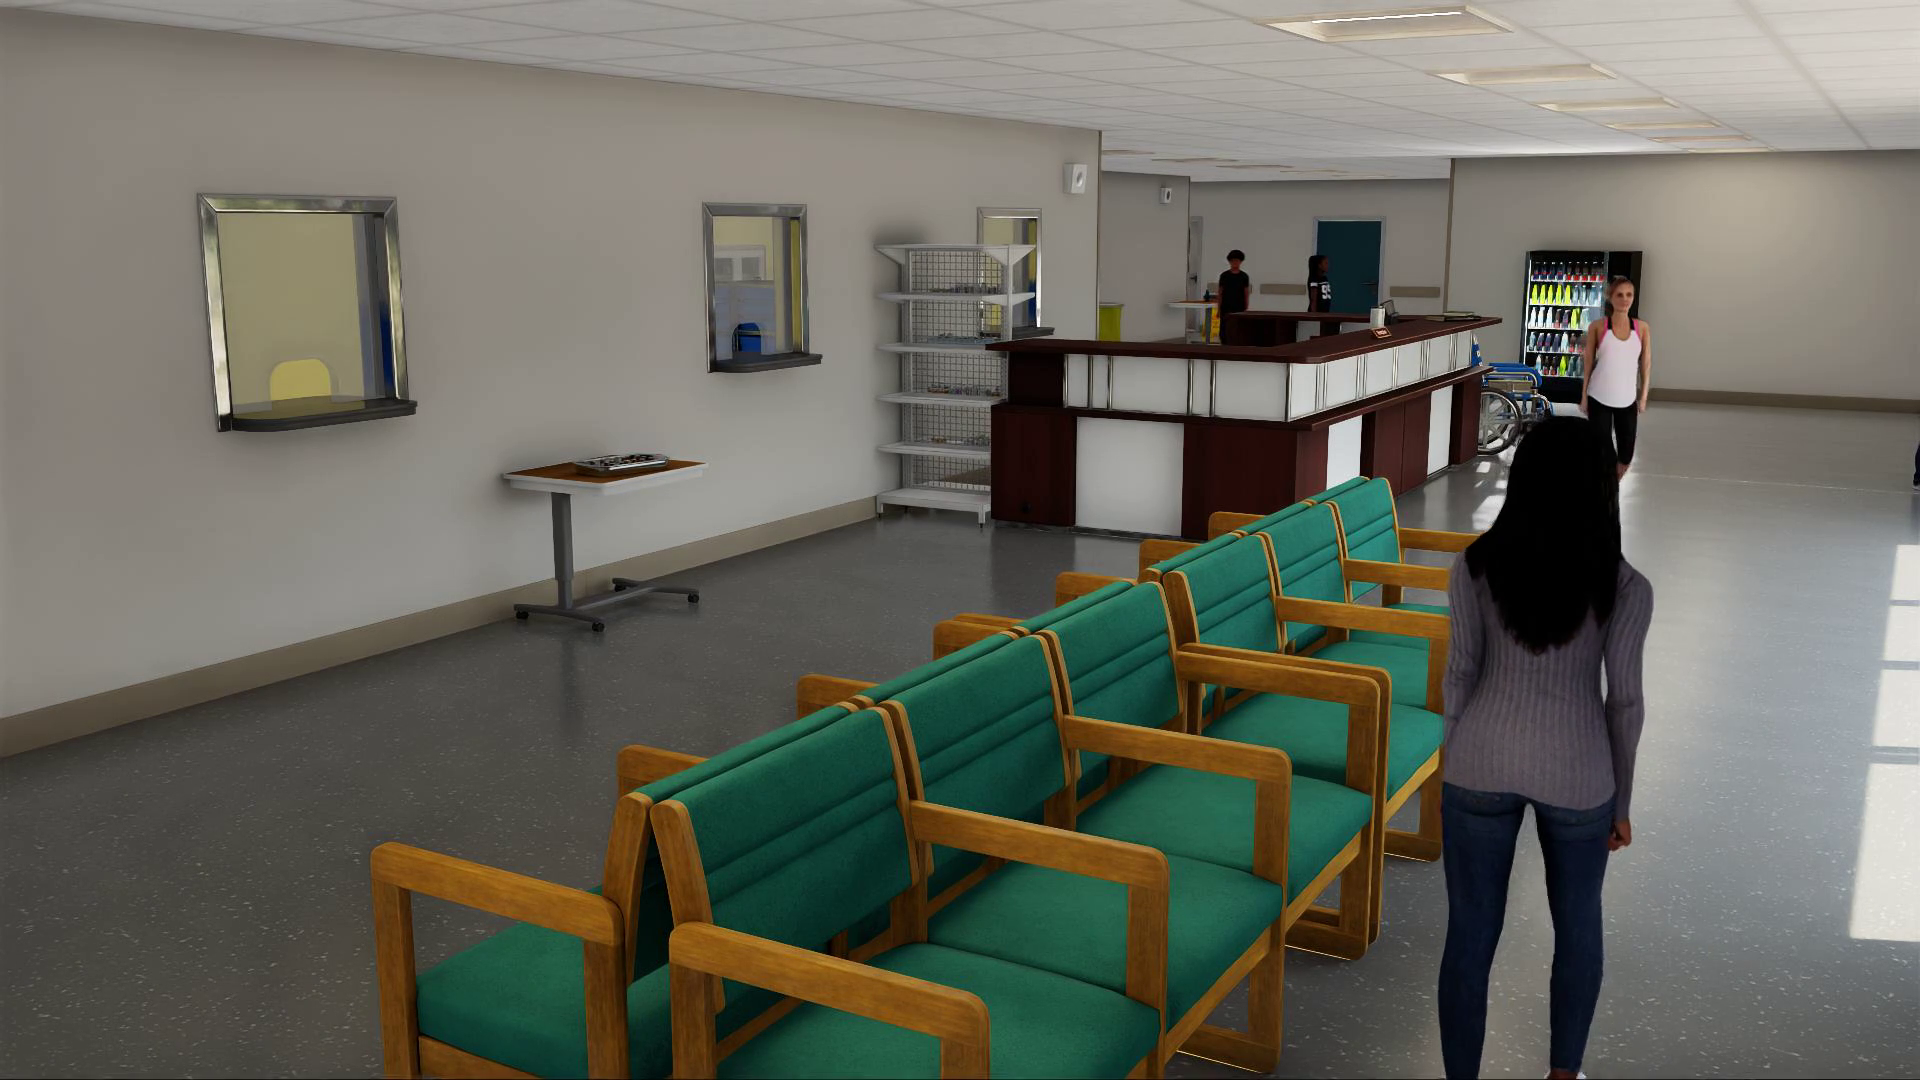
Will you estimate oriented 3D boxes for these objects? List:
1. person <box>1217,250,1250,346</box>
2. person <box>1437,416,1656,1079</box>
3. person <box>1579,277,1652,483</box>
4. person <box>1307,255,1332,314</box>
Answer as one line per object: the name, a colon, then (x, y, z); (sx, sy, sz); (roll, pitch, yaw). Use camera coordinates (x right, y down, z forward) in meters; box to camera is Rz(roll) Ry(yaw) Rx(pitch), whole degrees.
person: (4.181, -3.544, 25.442); (0.748, 1.772, 0.819); (2, 11, 9)
person: (1.306, 0.585, 3.828); (0.593, 1.718, 0.685); (4, 11, 20)
person: (4.640, -0.970, 11.873); (0.785, 1.774, 0.794); (3, 11, 13)
person: (5.052, -3.145, 23.461); (0.578, 1.726, 0.628); (8, 14, 37)
